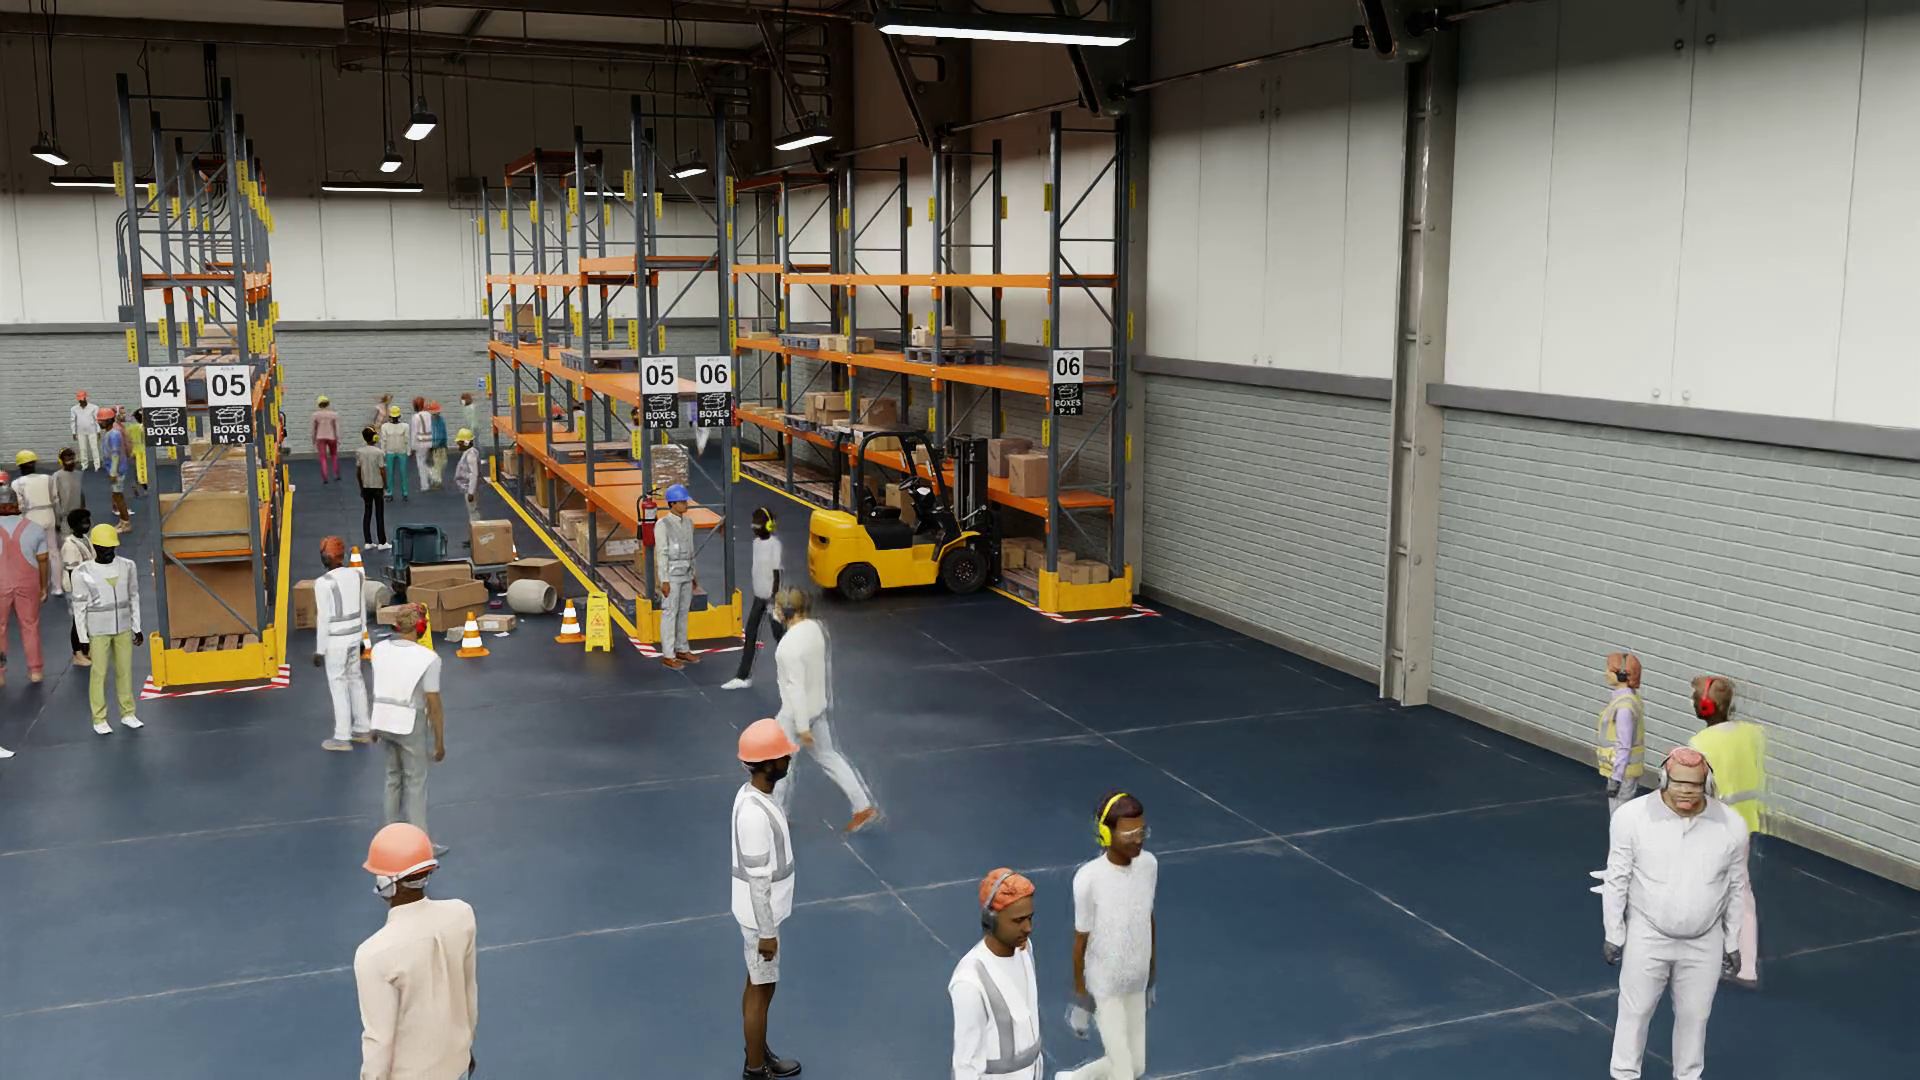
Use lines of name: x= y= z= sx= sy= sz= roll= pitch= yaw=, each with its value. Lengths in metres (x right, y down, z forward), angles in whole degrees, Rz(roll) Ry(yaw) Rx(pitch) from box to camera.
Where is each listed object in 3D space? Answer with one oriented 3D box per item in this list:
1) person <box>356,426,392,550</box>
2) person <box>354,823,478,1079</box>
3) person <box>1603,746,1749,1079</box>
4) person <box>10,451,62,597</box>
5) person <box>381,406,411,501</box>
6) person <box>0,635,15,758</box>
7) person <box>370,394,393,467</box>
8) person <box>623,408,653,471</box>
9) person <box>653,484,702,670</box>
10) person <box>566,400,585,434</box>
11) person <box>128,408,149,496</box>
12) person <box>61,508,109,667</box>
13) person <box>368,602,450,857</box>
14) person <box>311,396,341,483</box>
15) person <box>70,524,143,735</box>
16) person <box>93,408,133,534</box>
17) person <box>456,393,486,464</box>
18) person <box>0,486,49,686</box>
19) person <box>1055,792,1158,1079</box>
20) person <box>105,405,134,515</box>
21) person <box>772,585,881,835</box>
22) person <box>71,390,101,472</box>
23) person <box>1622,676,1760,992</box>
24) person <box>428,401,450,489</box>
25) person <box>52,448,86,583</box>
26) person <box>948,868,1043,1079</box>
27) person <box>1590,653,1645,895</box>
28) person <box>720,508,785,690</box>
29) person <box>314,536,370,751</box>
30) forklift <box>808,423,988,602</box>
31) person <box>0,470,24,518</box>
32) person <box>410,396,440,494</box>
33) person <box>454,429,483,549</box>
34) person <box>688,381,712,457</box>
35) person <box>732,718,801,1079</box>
person: x=-8.840 y=-0.782 z=25.091 sx=0.510 sy=1.877 sz=0.328 roll=3 pitch=9 yaw=16
person: x=-2.163 y=2.093 z=6.614 sx=0.396 sy=1.993 sz=0.618 roll=4 pitch=10 yaw=24
person: x=3.437 y=1.917 z=8.009 sx=0.651 sy=1.904 sz=0.403 roll=2 pitch=9 yaw=11
person: x=-11.915 y=-0.212 z=21.460 sx=0.879 sy=1.880 sz=0.646 roll=7 pitch=11 yaw=37
person: x=-10.338 y=-1.583 z=30.500 sx=0.523 sy=1.761 sz=0.326 roll=-3 pitch=9 yaw=-16
person: x=-8.303 y=0.959 z=14.034 sx=0.399 sy=1.909 sz=0.642 roll=2 pitch=9 yaw=9
person: x=-12.427 y=-2.351 z=35.820 sx=0.702 sy=1.584 sz=0.528 roll=3 pitch=10 yaw=18
person: x=-5.610 y=-1.392 z=29.081 sx=0.555 sy=1.821 sz=0.946 roll=-3 pitch=9 yaw=-17
person: x=-2.981 y=0.380 z=17.539 sx=0.379 sy=1.950 sz=0.608 roll=4 pitch=10 yaw=23
person: x=-7.881 y=-2.098 z=34.127 sx=0.279 sy=1.633 sz=0.498 roll=7 pitch=11 yaw=36
person: x=-15.269 y=-1.620 z=30.982 sx=0.544 sy=1.672 sz=0.650 roll=3 pitch=9 yaw=16
person: x=-9.301 y=0.501 z=17.609 sx=0.321 sy=1.686 sz=0.539 roll=-1 pitch=9 yaw=-8
person: x=-3.937 y=1.360 z=11.761 sx=0.663 sy=1.833 sz=0.436 roll=3 pitch=10 yaw=19
person: x=-12.712 y=-2.024 z=33.342 sx=0.541 sy=1.728 sz=0.750 roll=-4 pitch=10 yaw=-22
person: x=-7.682 y=0.798 z=15.029 sx=0.411 sy=1.918 sz=0.581 roll=6 pitch=11 yaw=35
person: x=-13.577 y=-1.106 z=26.646 sx=0.432 sy=2.030 sz=0.625 roll=-6 pitch=11 yaw=-33
person: x=-10.685 y=-2.417 z=36.231 sx=0.518 sy=1.596 sz=0.765 roll=8 pitch=12 yaw=41
person: x=-9.611 y=0.445 z=16.846 sx=0.685 sy=2.000 sz=0.535 roll=-7 pitch=11 yaw=-38
person: x=0.675 y=2.016 z=7.570 sx=0.517 sy=1.852 sz=0.734 roll=-7 pitch=11 yaw=-38
person: x=-14.542 y=-1.379 z=28.796 sx=0.395 sy=1.899 sz=0.641 roll=-6 pitch=11 yaw=-33
person: x=-1.093 y=1.260 z=12.193 sx=1.008 sy=1.897 sz=0.632 roll=3 pitch=10 yaw=18
person: x=-18.378 y=-2.283 z=34.967 sx=0.574 sy=1.739 sz=0.349 roll=-2 pitch=9 yaw=-12
person: x=4.368 y=1.683 z=9.809 sx=0.592 sy=1.805 sz=0.911 roll=-5 pitch=10 yaw=-27
person: x=-10.142 y=-1.834 z=32.159 sx=0.492 sy=1.727 sz=0.584 roll=3 pitch=9 yaw=17
person: x=-11.934 y=-0.308 z=22.252 sx=0.438 sy=1.846 sz=0.583 roll=3 pitch=10 yaw=20
person: x=0.144 y=2.179 z=6.425 sx=0.337 sy=1.881 sz=0.584 roll=4 pitch=10 yaw=23
person: x=4.406 y=1.554 z=11.117 sx=0.311 sy=1.642 sz=0.512 roll=4 pitch=10 yaw=23
person: x=-1.953 y=0.581 z=16.687 sx=0.883 sy=1.823 sz=0.527 roll=-8 pitch=12 yaw=-41
person: x=-5.399 y=0.894 z=14.508 sx=0.342 sy=1.883 sz=0.584 roll=3 pitch=9 yaw=17
forklift: x=-0.830 y=-0.399 z=21.676 sx=2.313 sy=2.155 sz=1.214 roll=-4 pitch=10 yaw=-21
person: x=-12.110 y=-0.031 z=20.999 sx=0.576 sy=1.682 sz=0.972 roll=-2 pitch=9 yaw=-15
person: x=-10.167 y=-1.777 z=31.385 sx=0.405 sy=1.872 sz=0.591 roll=2 pitch=9 yaw=10
person: x=-7.436 y=-0.778 z=25.205 sx=0.404 sy=1.827 sz=0.600 roll=-3 pitch=9 yaw=-18
person: x=-5.899 y=-2.780 z=37.841 sx=0.622 sy=1.819 sz=0.721 roll=1 pitch=9 yaw=7
person: x=-0.968 y=1.845 z=8.345 sx=0.349 sy=1.942 sz=0.545 roll=-1 pitch=9 yaw=-7
